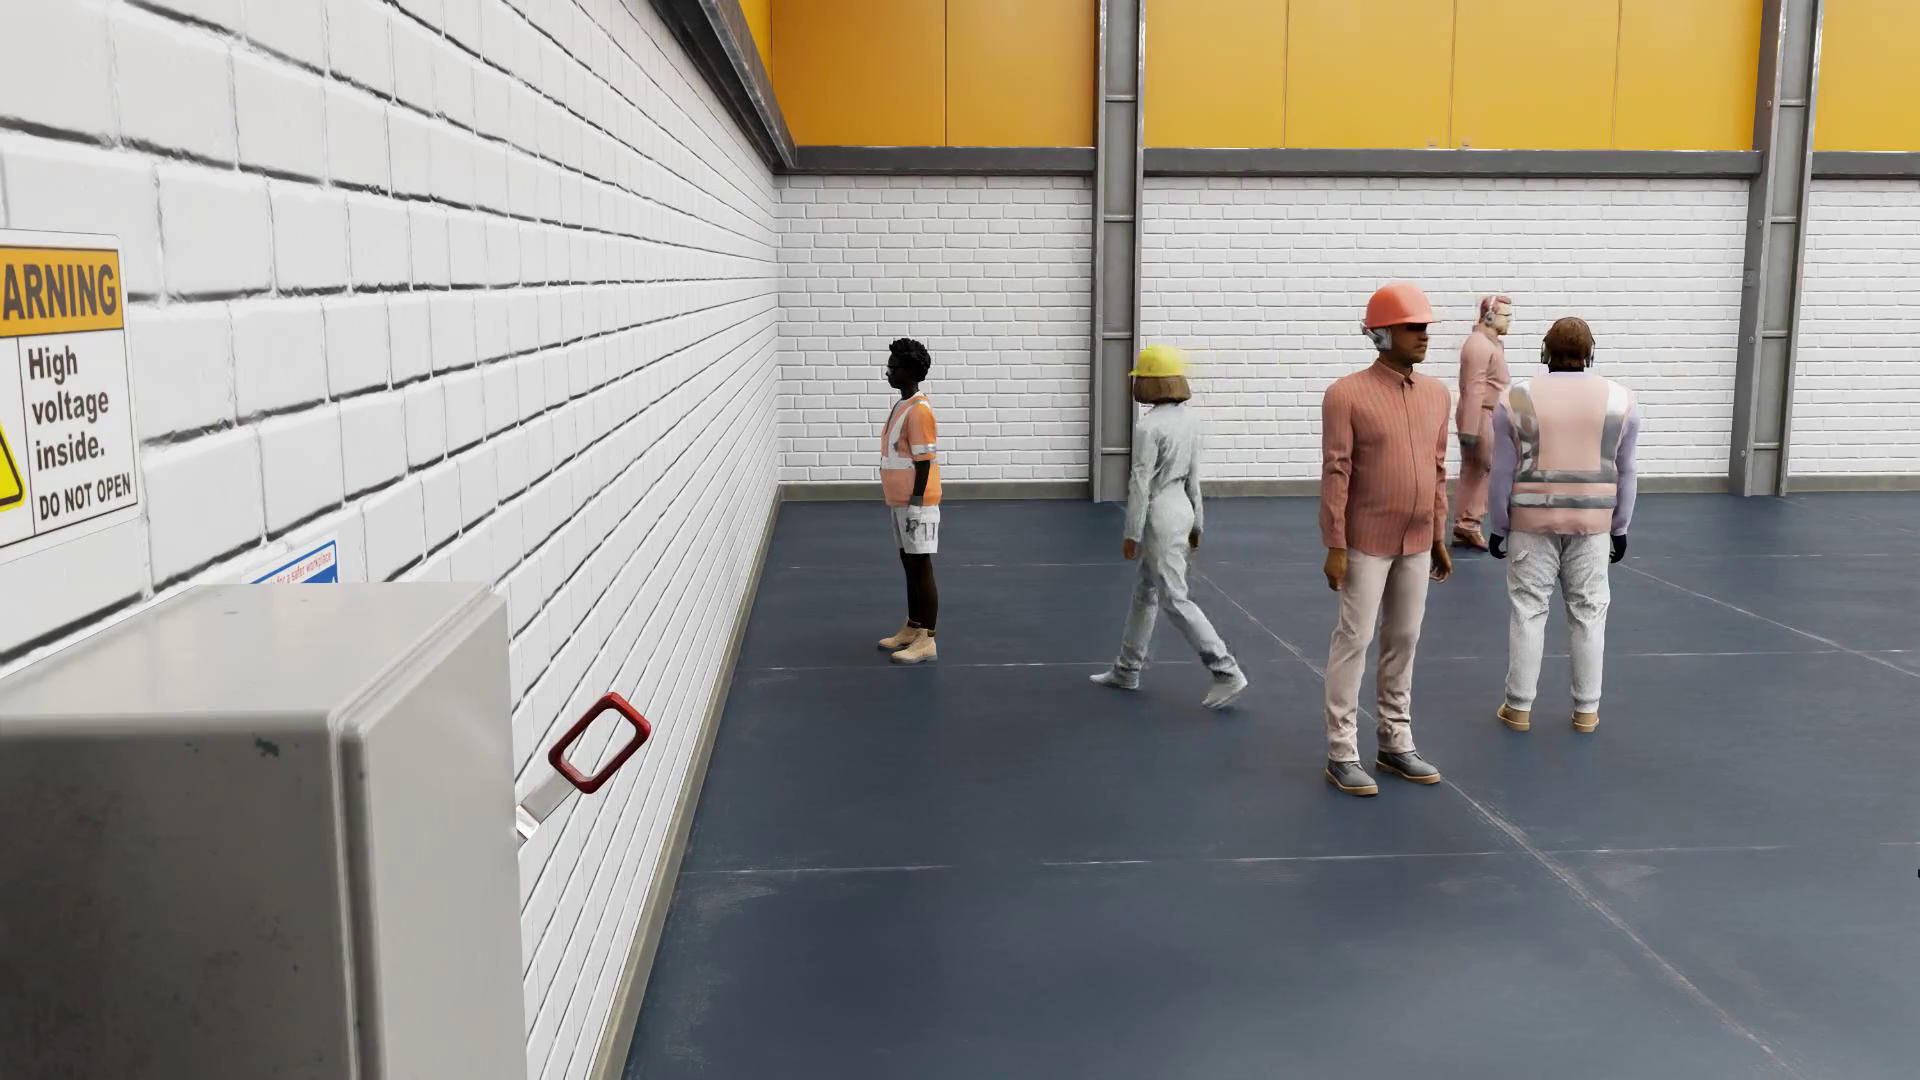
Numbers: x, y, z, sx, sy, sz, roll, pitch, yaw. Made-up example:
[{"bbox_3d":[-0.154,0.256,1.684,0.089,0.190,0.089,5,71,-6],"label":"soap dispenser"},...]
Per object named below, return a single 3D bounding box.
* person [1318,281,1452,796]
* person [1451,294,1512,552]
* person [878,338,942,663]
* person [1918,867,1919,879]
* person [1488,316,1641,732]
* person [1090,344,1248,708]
[{"bbox_3d":[1.679,-0.007,6.539,0.619,1.997,0.373,-5,10,-27],"label":"person"},{"bbox_3d":[3.861,-0.848,12.191,0.490,1.884,0.638,2,9,14],"label":"person"},{"bbox_3d":[-0.262,-0.207,8.735,0.319,1.697,0.533,-2,9,-13],"label":"person"},{"bbox_3d":[2.112,0.566,3.087,1.023,1.942,0.653,-5,10,-29],"label":"person"},{"bbox_3d":[2.648,-0.061,7.365,0.626,1.844,0.429,2,9,10],"label":"person"},{"bbox_3d":[1.009,-0.073,7.877,0.857,1.709,0.501,6,11,34],"label":"person"}]
